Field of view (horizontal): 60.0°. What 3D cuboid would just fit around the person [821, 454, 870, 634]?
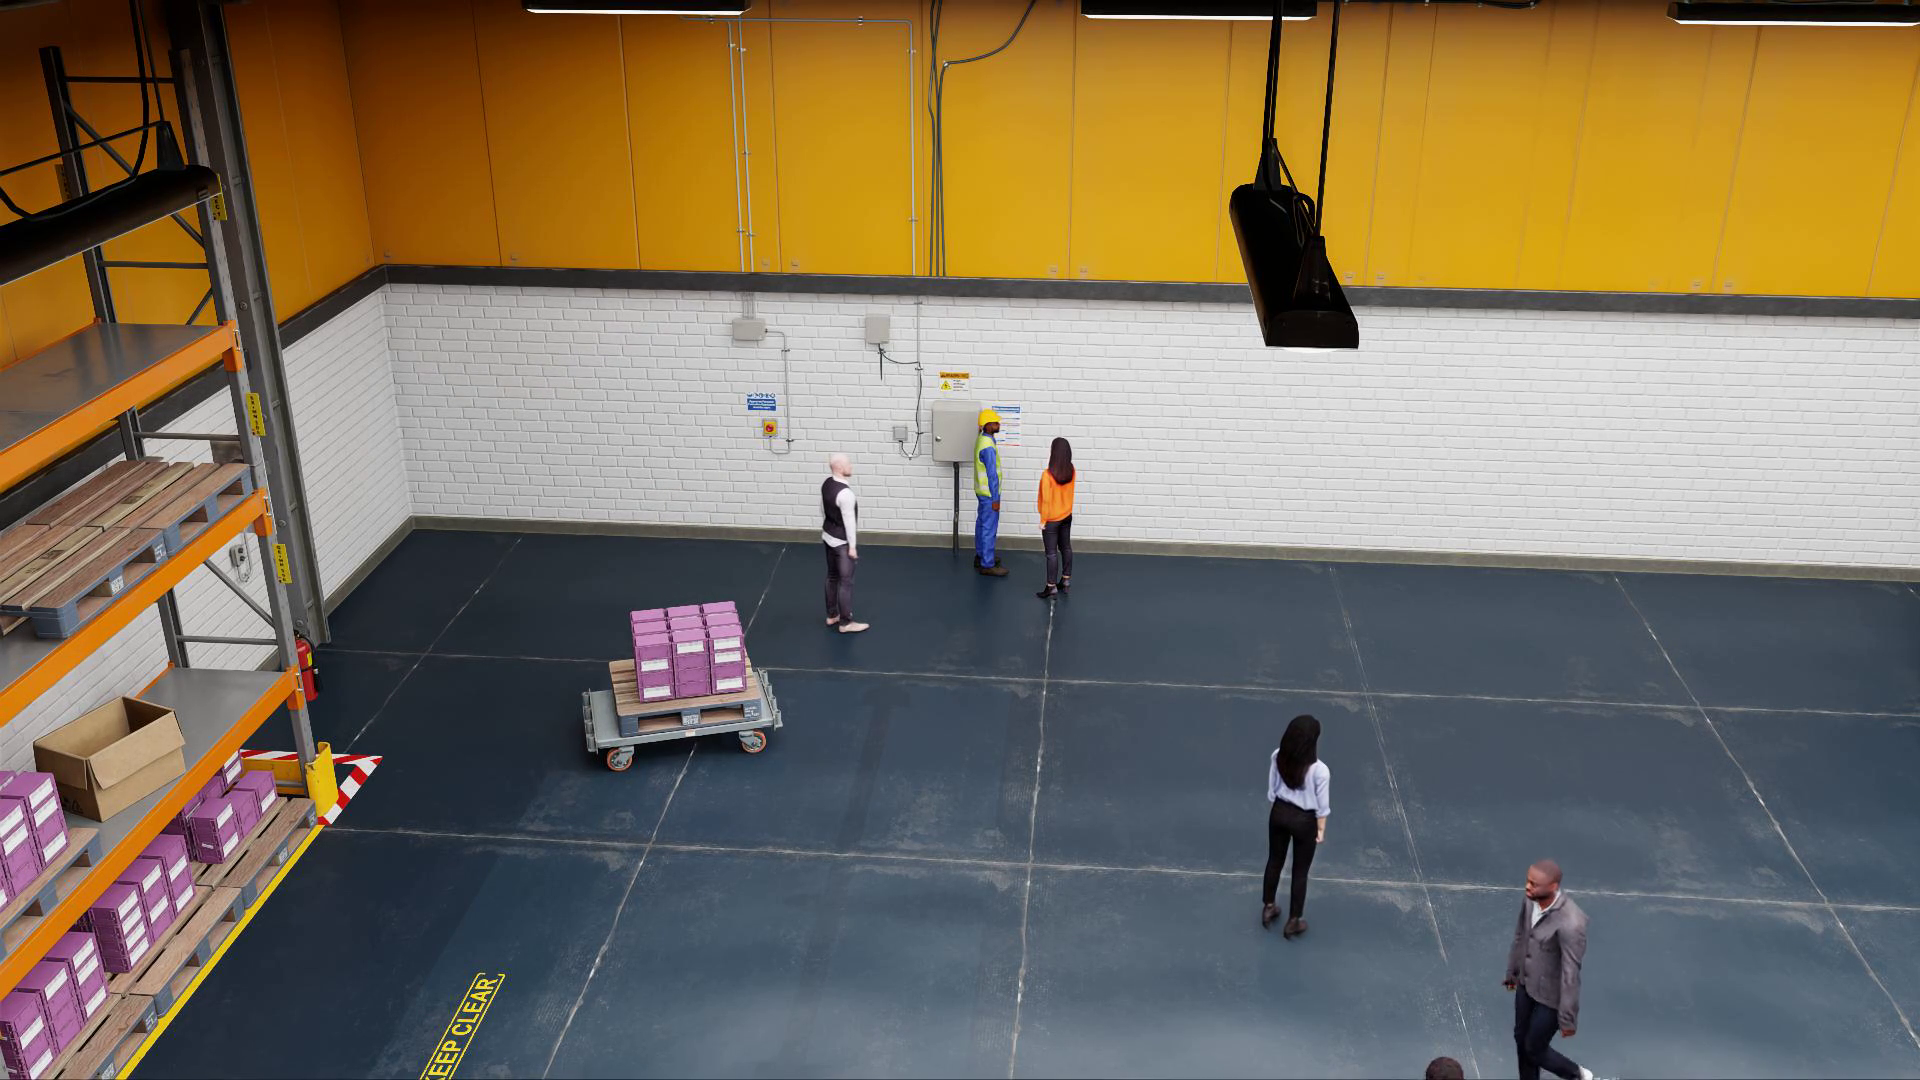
[{"bbox_3d":[-1.167,0.022,16.278,0.841,1.822,0.751,-14,27,-29],"label":"person"}]

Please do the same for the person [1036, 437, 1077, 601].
[{"bbox_3d":[0.995,-0.233,16.953,0.771,1.748,0.690,21,31,39],"label":"person"}]

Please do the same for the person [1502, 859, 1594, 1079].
[{"bbox_3d":[3.639,2.731,10.119,0.955,1.791,0.871,-6,24,-14],"label":"person"}]

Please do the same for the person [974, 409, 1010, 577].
[{"bbox_3d":[0.299,-0.523,17.535,0.780,1.813,0.609,-4,24,-9],"label":"person"}]

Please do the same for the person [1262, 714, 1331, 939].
[{"bbox_3d":[2.363,2.015,11.814,0.723,1.744,0.738,17,29,34],"label":"person"}]
